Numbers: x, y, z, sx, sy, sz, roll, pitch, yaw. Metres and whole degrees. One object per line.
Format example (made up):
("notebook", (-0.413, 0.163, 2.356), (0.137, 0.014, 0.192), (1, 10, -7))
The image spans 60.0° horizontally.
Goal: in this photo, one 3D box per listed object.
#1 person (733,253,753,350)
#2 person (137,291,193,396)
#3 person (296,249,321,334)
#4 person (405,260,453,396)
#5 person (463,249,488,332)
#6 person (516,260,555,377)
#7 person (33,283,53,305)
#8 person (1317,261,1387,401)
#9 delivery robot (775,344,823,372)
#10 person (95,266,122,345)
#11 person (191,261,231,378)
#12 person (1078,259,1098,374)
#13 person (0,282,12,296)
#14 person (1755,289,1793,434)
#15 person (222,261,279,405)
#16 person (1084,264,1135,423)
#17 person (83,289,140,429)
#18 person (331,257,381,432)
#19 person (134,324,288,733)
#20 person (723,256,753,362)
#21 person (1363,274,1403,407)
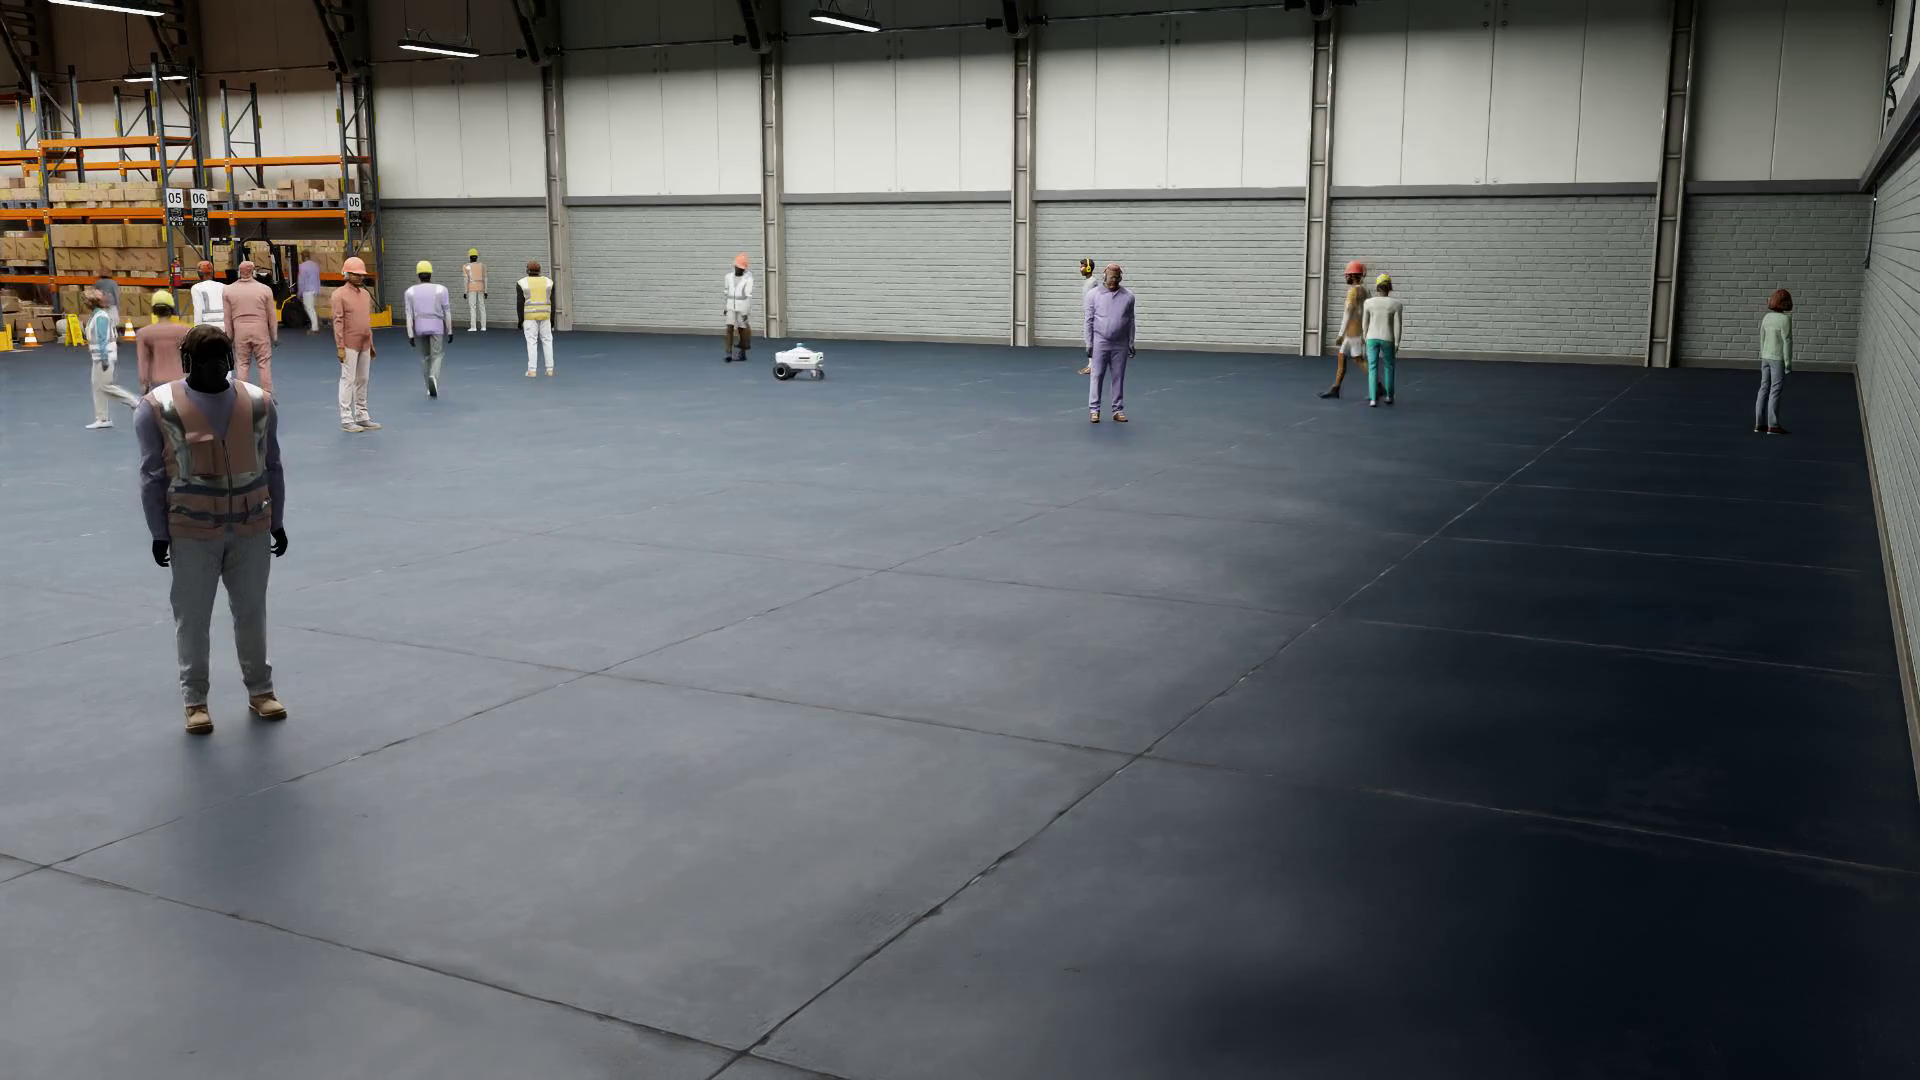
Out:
("person", (-4.336, -4.694, 32.786), (0.434, 1.888, 0.737), (-8, 13, -38))
("person", (-7.514, -1.507, 15.855), (0.527, 1.718, 0.923), (-2, 11, -9))
("person", (-14.812, -5.624, 37.749), (0.530, 1.921, 0.633), (1, 10, 8))
("person", (-7.376, -2.922, 23.059), (0.591, 1.901, 0.776), (-1, 10, -5))
("person", (-11.320, -5.829, 38.839), (0.594, 1.926, 0.366), (-9, 14, -40))
("person", (-6.749, -3.519, 26.475), (0.624, 1.845, 0.430), (-6, 12, -30))
("person", (-22.244, -6.114, 40.510), (0.749, 1.883, 0.650), (6, 12, 28))
("person", (5.404, -2.835, 22.612), (0.960, 1.902, 0.559), (5, 11, 24))
("delivery robot", (-2.499, -2.817, 25.904), (0.707, 0.478, 0.477), (2, 11, 10))
("person", (-17.367, -4.764, 33.863), (0.509, 1.617, 0.609), (3, 11, 15))
("person", (-10.500, -2.961, 23.323), (0.357, 1.881, 0.574), (5, 11, 25))
("person", (2.096, -3.627, 27.023), (0.312, 1.863, 0.508), (0, 10, -2))
("person", (-25.013, -6.637, 43.209), (1.016, 1.947, 0.633), (6, 12, 32))
("person", (9.260, -2.021, 18.865), (0.286, 1.636, 0.500), (-1, 10, -8))
("person", (-9.295, -2.703, 21.853), (0.650, 1.905, 0.404), (-2, 11, -12))
("person", (1.808, -2.359, 19.992), (0.638, 1.903, 0.408), (-2, 11, -12))
("person", (-9.918, -2.111, 19.377), (0.556, 1.621, 0.532), (-8, 13, -38))
("person", (-6.919, -2.237, 19.072), (0.393, 1.990, 0.617), (3, 11, 18))
("person", (-3.383, -0.058, 7.601), (0.626, 1.846, 0.429), (-9, 14, -40))
("person", (-3.968, -4.070, 29.397), (0.626, 1.868, 0.912), (2, 11, 13))
("person", (5.580, -2.636, 21.990), (0.522, 1.725, 0.839), (4, 11, 19))
